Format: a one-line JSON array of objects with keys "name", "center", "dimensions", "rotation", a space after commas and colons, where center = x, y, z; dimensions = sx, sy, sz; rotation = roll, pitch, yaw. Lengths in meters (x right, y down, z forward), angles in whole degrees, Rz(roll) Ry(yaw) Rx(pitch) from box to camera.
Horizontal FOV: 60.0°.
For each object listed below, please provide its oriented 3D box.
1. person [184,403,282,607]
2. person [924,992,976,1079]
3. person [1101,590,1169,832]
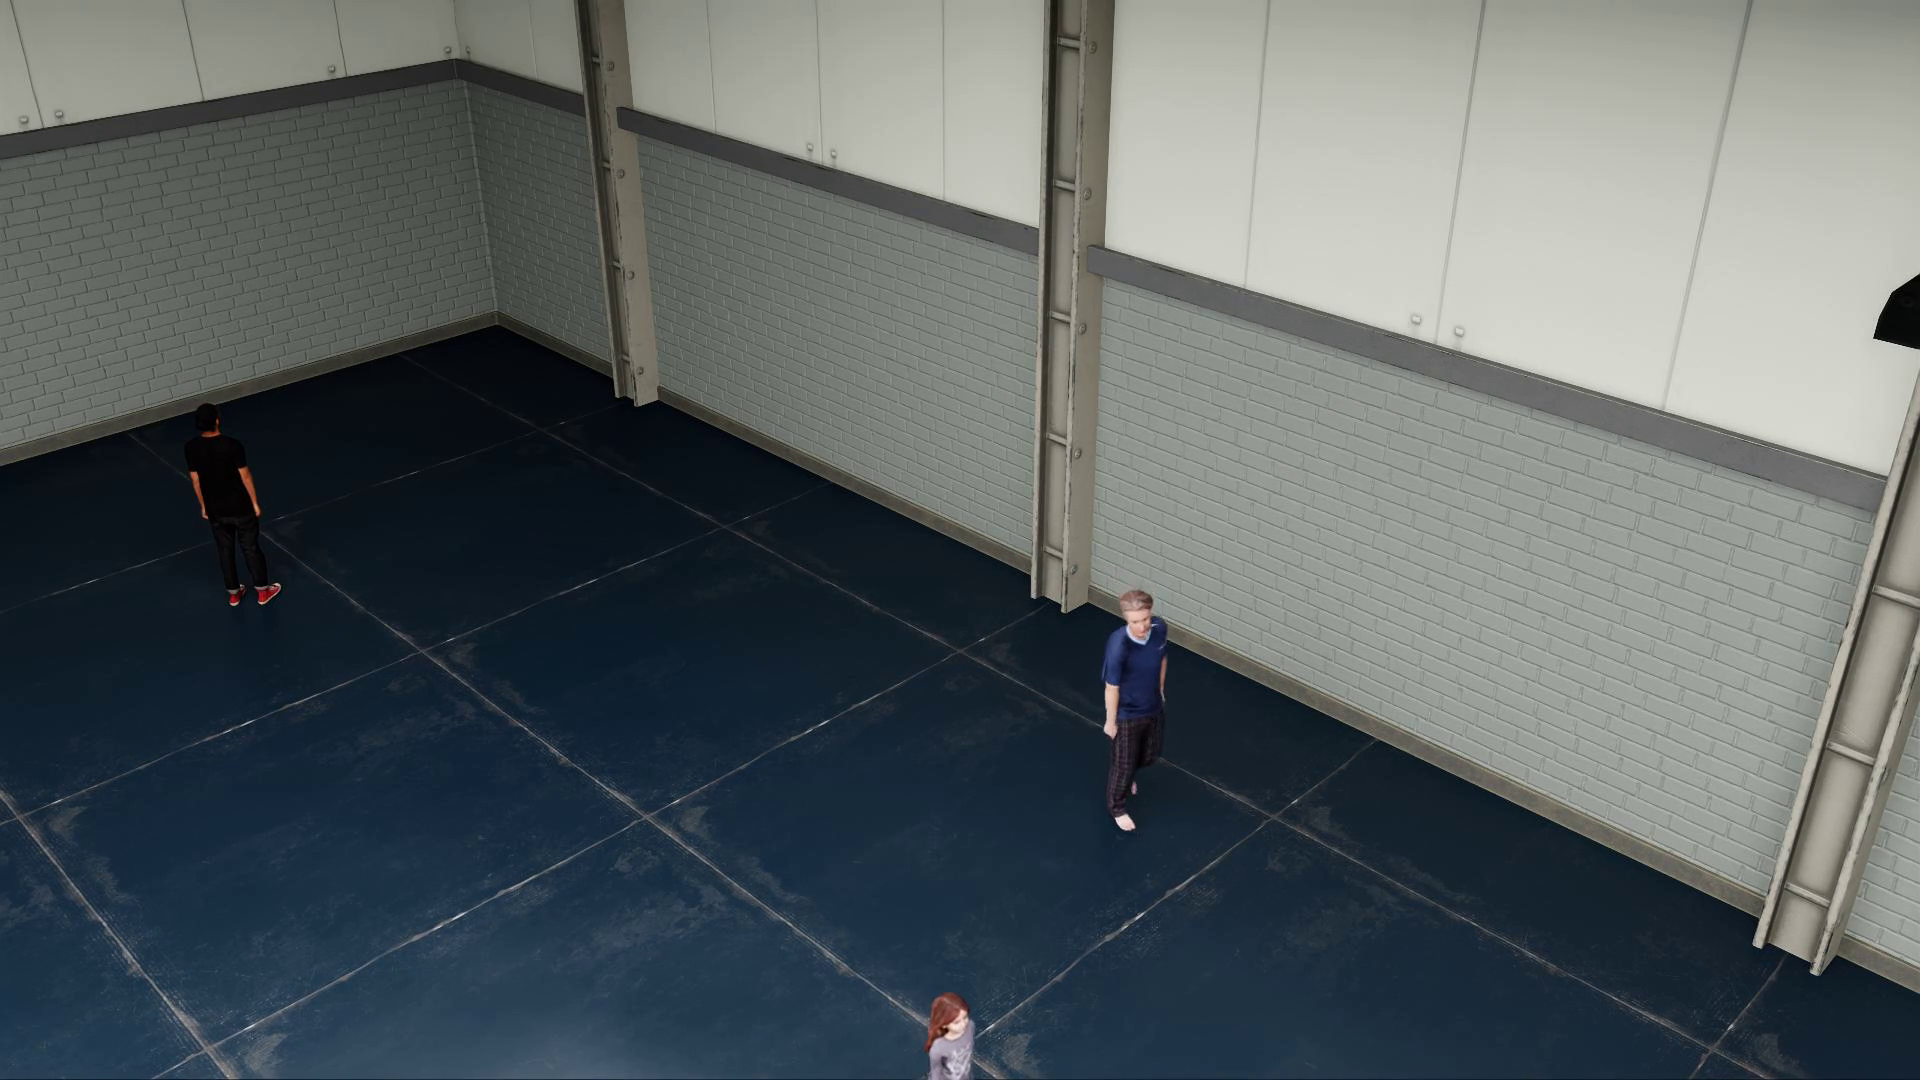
[{"name": "person", "center": [-5.898, -0.285, 13.420], "dimensions": [0.725, 1.758, 0.777], "rotation": [-1, 28, -3]}, {"name": "person", "center": [-0.073, 2.720, 8.479], "dimensions": [0.476, 1.099, 0.531], "rotation": [-24, 37, -38]}, {"name": "person", "center": [1.108, 1.072, 10.787], "dimensions": [0.864, 1.838, 0.785], "rotation": [24, 36, 37]}]
